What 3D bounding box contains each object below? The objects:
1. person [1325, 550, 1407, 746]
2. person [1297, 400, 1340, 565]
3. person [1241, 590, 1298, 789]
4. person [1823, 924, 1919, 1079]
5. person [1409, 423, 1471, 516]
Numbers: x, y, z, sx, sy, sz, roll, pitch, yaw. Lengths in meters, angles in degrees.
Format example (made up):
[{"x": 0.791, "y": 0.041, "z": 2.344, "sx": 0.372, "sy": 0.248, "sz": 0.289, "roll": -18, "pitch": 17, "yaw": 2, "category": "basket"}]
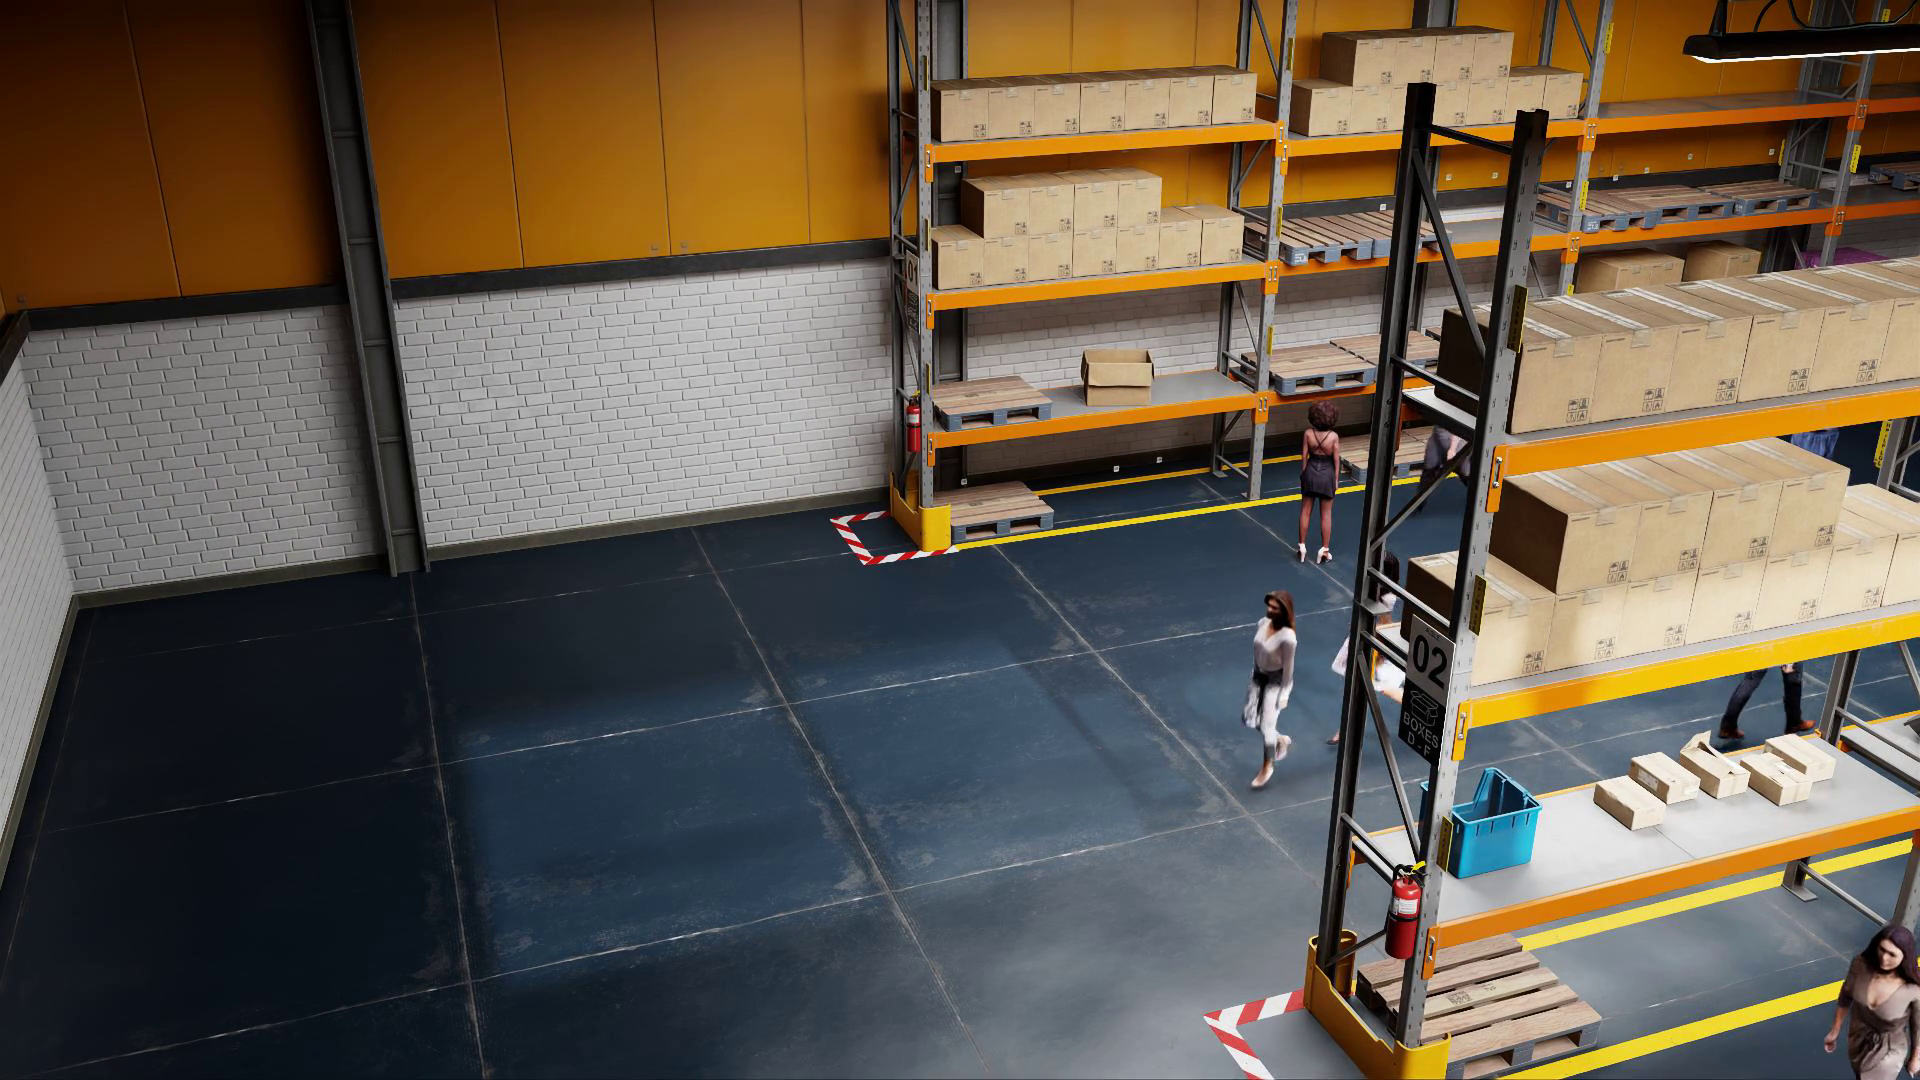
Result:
[{"x": 3.527, "y": 0.923, "z": 13.842, "sx": 1.180, "sy": 1.790, "sz": 0.781, "roll": -4, "pitch": 24, "yaw": -9, "category": "person"}, {"x": 3.739, "y": -0.606, "z": 17.341, "sx": 0.648, "sy": 1.789, "sz": 0.711, "roll": 10, "pitch": 26, "yaw": 22, "category": "person"}, {"x": 2.549, "y": 1.171, "z": 13.321, "sx": 0.782, "sy": 1.754, "sz": 0.667, "roll": -14, "pitch": 27, "yaw": -28, "category": "person"}, {"x": 5.248, "y": 2.879, "z": 9.482, "sx": 1.103, "sy": 1.699, "sz": 0.739, "roll": -13, "pitch": 27, "yaw": -27, "category": "person"}, {"x": 5.521, "y": -1.042, "z": 18.435, "sx": 1.117, "sy": 1.712, "sz": 0.679, "roll": -7, "pitch": 25, "yaw": -16, "category": "person"}]
